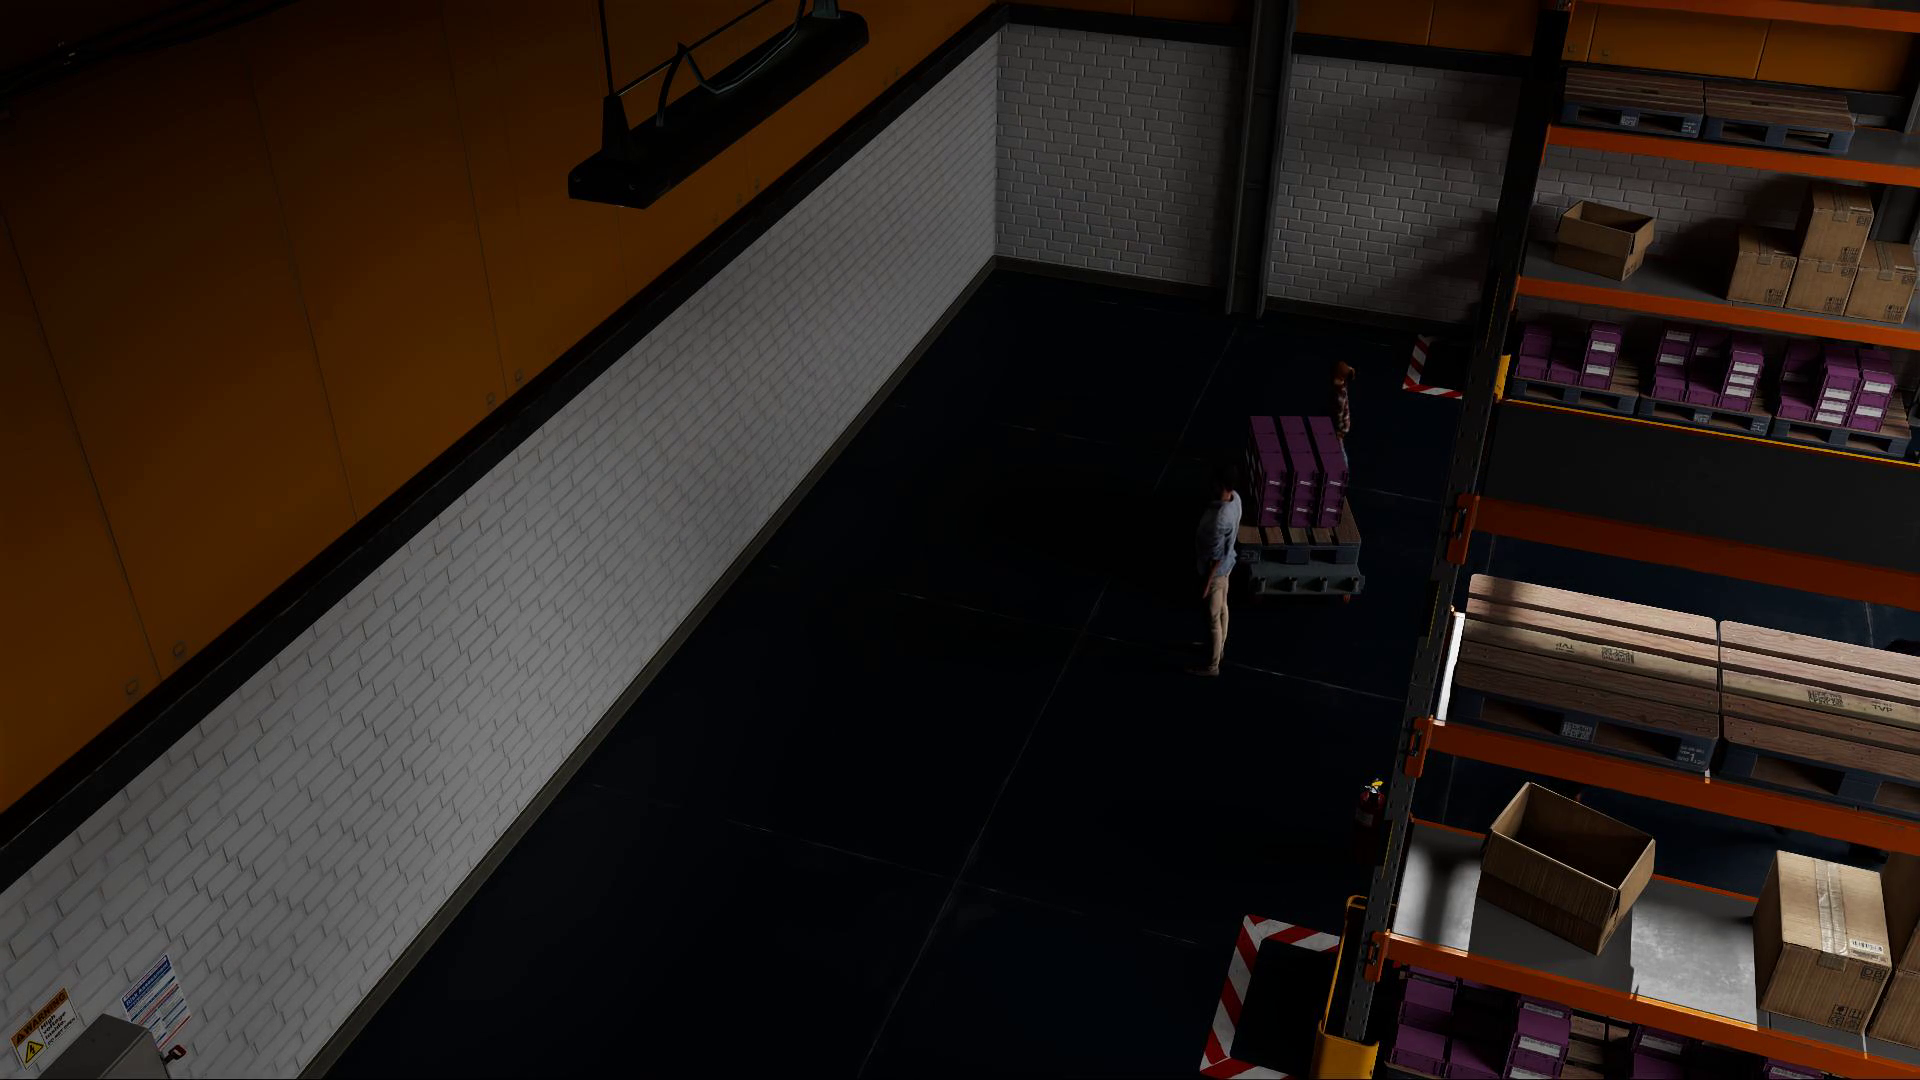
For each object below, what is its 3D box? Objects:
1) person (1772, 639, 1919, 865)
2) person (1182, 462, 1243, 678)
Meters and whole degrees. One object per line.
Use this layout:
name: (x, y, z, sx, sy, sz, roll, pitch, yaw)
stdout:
person: (5.882, 1.394, 10.895, 1.135, 1.757, 0.723, 16, 37, 23)
person: (1.943, 0.216, 12.587, 0.550, 1.847, 0.650, 13, 36, 19)
